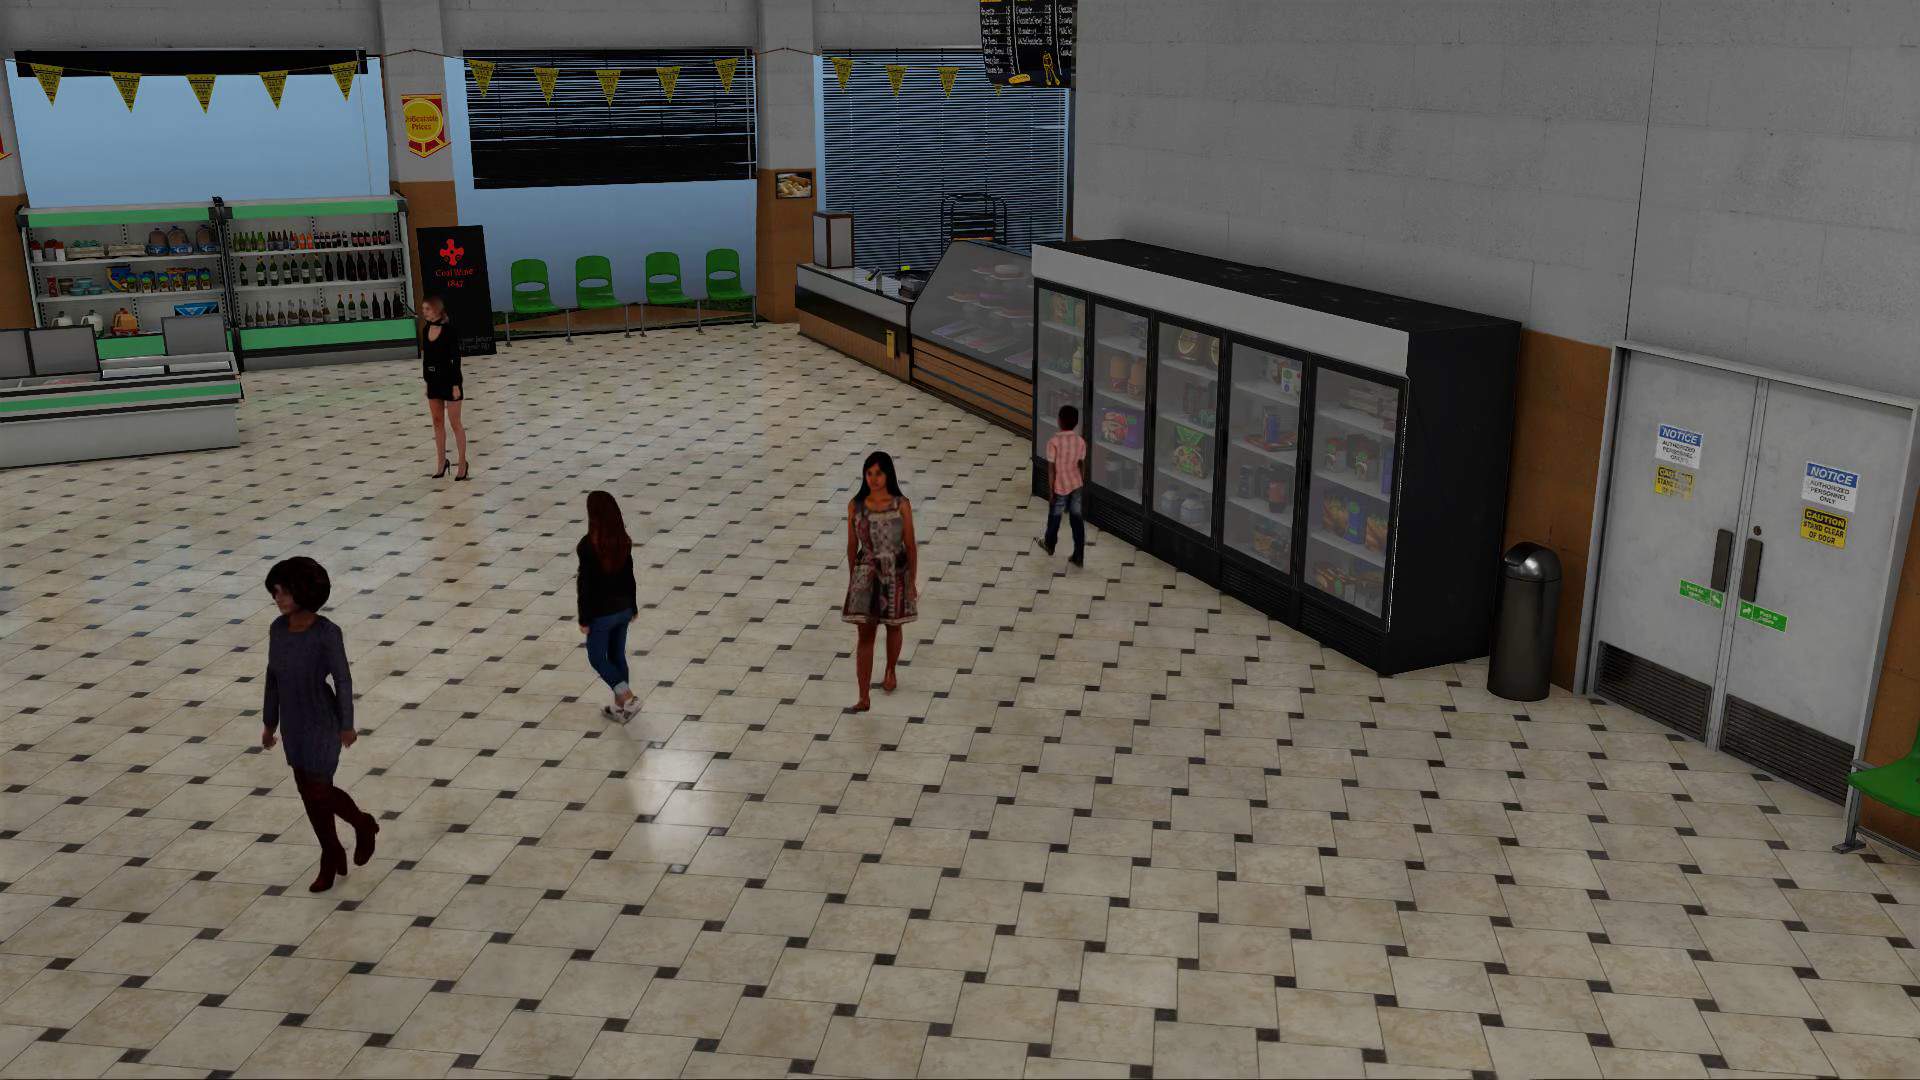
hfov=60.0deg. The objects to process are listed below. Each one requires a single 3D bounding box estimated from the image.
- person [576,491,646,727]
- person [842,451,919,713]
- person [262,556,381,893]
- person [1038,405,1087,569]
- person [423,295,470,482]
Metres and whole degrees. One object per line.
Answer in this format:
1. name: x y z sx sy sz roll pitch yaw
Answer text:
1. person: -2.082 0.437 10.045 0.814 1.472 0.783 14 22 38
2. person: -0.469 0.230 10.494 1.104 1.607 1.029 1 17 4
3. person: -3.114 0.892 8.156 0.760 1.700 0.823 8 19 26
4. person: 0.870 -0.395 13.128 0.852 1.273 0.616 -6 18 -19
5. person: -4.884 -1.443 15.729 0.661 1.767 0.709 7 18 22
